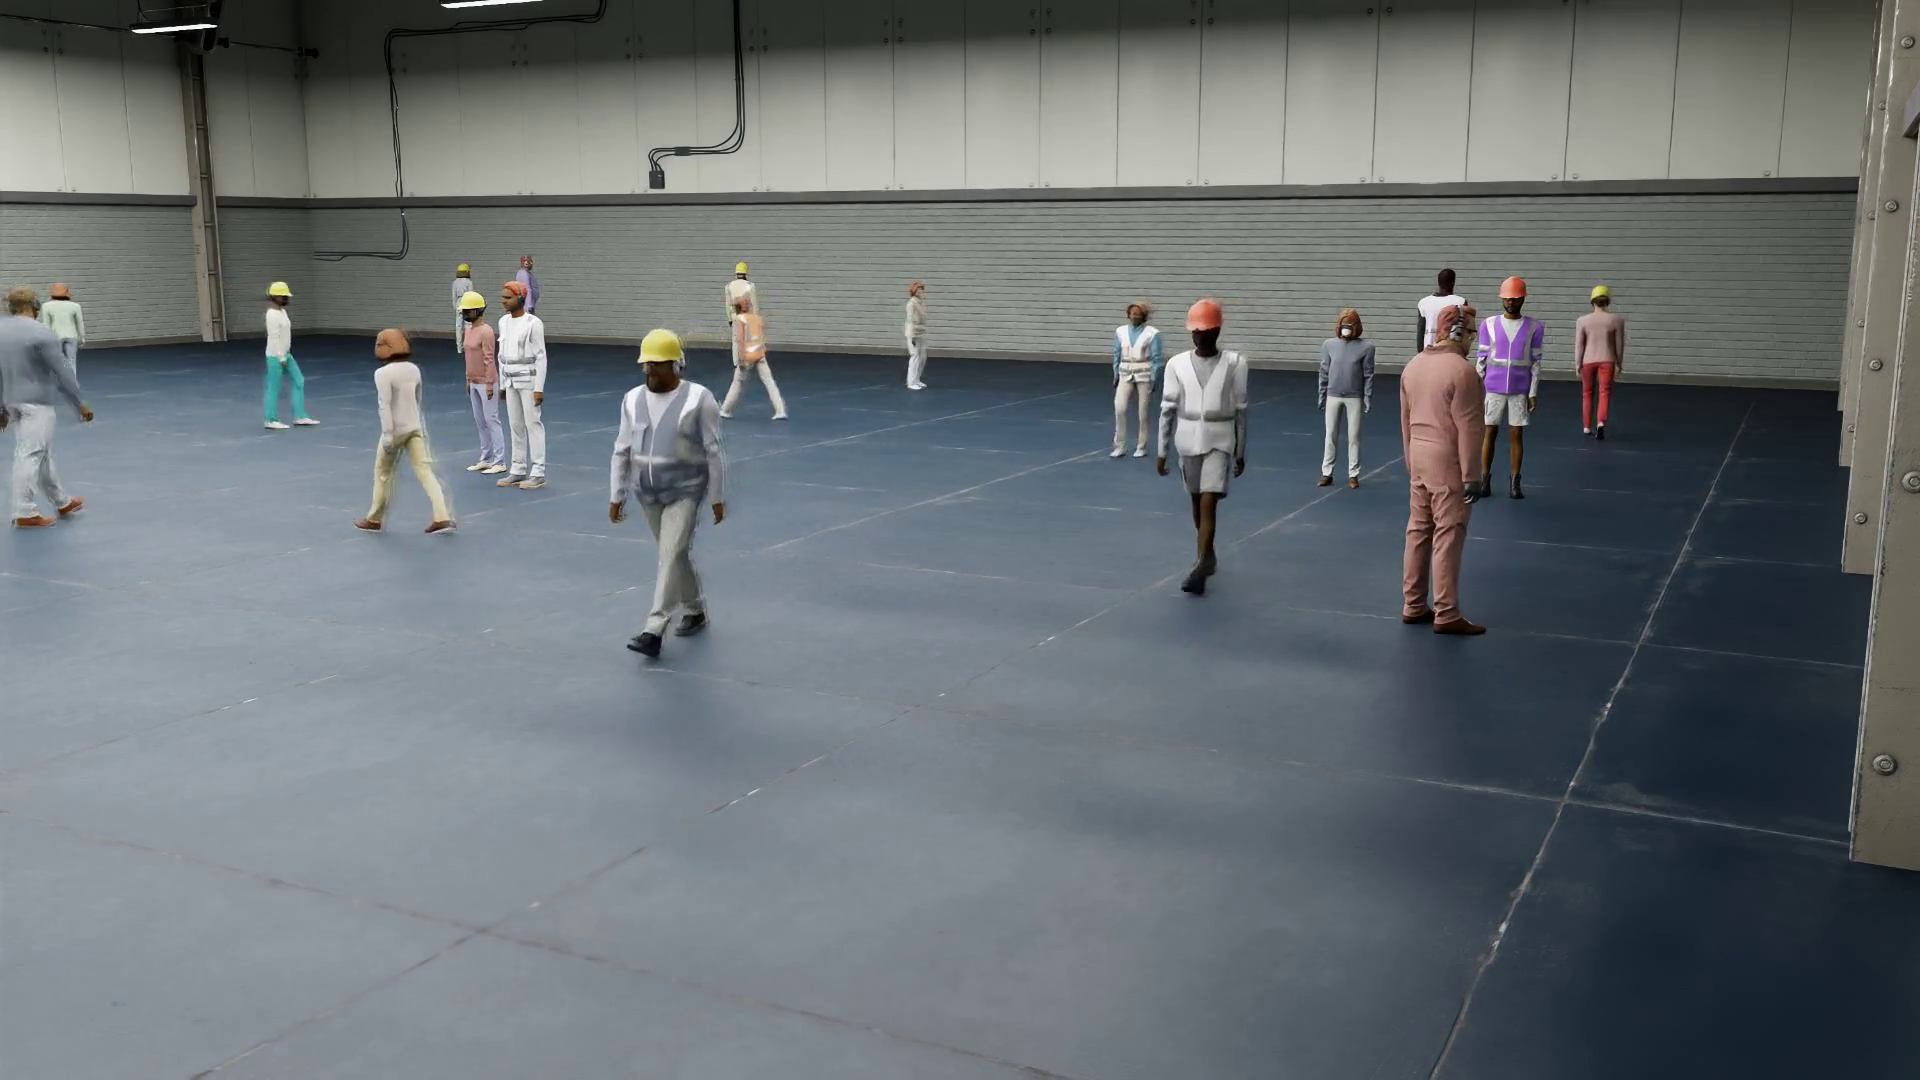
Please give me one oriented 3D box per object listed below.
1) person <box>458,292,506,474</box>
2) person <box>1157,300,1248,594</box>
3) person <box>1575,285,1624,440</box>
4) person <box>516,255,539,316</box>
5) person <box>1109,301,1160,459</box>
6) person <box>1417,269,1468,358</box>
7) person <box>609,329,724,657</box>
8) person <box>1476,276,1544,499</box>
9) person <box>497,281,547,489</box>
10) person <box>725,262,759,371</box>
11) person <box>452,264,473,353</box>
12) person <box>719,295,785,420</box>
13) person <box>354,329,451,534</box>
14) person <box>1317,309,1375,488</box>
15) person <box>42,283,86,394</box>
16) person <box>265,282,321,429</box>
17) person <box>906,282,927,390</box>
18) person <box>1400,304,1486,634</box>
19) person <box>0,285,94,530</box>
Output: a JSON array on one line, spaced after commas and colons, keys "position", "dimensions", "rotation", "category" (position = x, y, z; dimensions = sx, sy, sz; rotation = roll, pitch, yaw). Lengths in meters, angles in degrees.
[{"position": [-4.649, -1.514, 16.085], "dimensions": [0.350, 1.759, 0.522], "rotation": [-9, 14, -40], "category": "person"}, {"position": [1.594, -0.629, 10.925], "dimensions": [0.558, 1.882, 1.052], "rotation": [4, 11, 19], "category": "person"}, {"position": [7.249, -2.025, 18.898], "dimensions": [0.520, 1.736, 0.836], "rotation": [5, 11, 24], "category": "person"}, {"position": [-8.409, -4.589, 32.423], "dimensions": [0.410, 1.913, 0.643], "rotation": [-5, 11, -24], "category": "person"}, {"position": [1.768, -1.629, 17.065], "dimensions": [0.546, 1.607, 0.688], "rotation": [5, 12, 27], "category": "person"}, {"position": [5.534, -2.145, 19.104], "dimensions": [0.587, 1.908, 0.391], "rotation": [7, 13, 35], "category": "person"}, {"position": [-1.658, -0.274, 9.247], "dimensions": [0.619, 1.778, 0.943], "rotation": [4, 11, 21], "category": "person"}, {"position": [4.793, -1.327, 14.559], "dimensions": [0.544, 1.939, 0.354], "rotation": [3, 11, 18], "category": "person"}, {"position": [-3.989, -1.402, 15.121], "dimensions": [0.575, 1.883, 0.362], "rotation": [8, 13, 37], "category": "person"}, {"position": [-3.683, -3.795, 28.294], "dimensions": [0.593, 1.837, 0.404], "rotation": [4, 11, 19], "category": "person"}, {"position": [-9.693, -4.529, 32.560], "dimensions": [0.487, 1.741, 0.312], "rotation": [4, 11, 22], "category": "person"}, {"position": [-2.618, -2.256, 20.679], "dimensions": [1.000, 1.546, 0.529], "rotation": [5, 12, 26], "category": "person"}, {"position": [-4.301, -0.831, 12.801], "dimensions": [0.850, 1.587, 0.517], "rotation": [4, 11, 22], "category": "person"}, {"position": [3.513, -1.287, 15.173], "dimensions": [0.498, 1.633, 0.286], "rotation": [4, 11, 23], "category": "person"}, {"position": [-12.887, -2.884, 23.954], "dimensions": [0.526, 1.602, 0.726], "rotation": [-5, 11, -25], "category": "person"}, {"position": [-7.953, -2.180, 19.725], "dimensions": [0.700, 1.739, 0.560], "rotation": [-1, 10, -3], "category": "person"}, {"position": [-0.646, -3.040, 24.787], "dimensions": [0.380, 1.607, 0.584], "rotation": [4, 11, 21], "category": "person"}, {"position": [2.829, -0.409, 9.659], "dimensions": [0.406, 1.902, 0.637], "rotation": [-4, 11, -19], "category": "person"}, {"position": [-7.282, -1.058, 13.230], "dimensions": [0.660, 1.889, 0.946], "rotation": [4, 11, 22], "category": "person"}]
